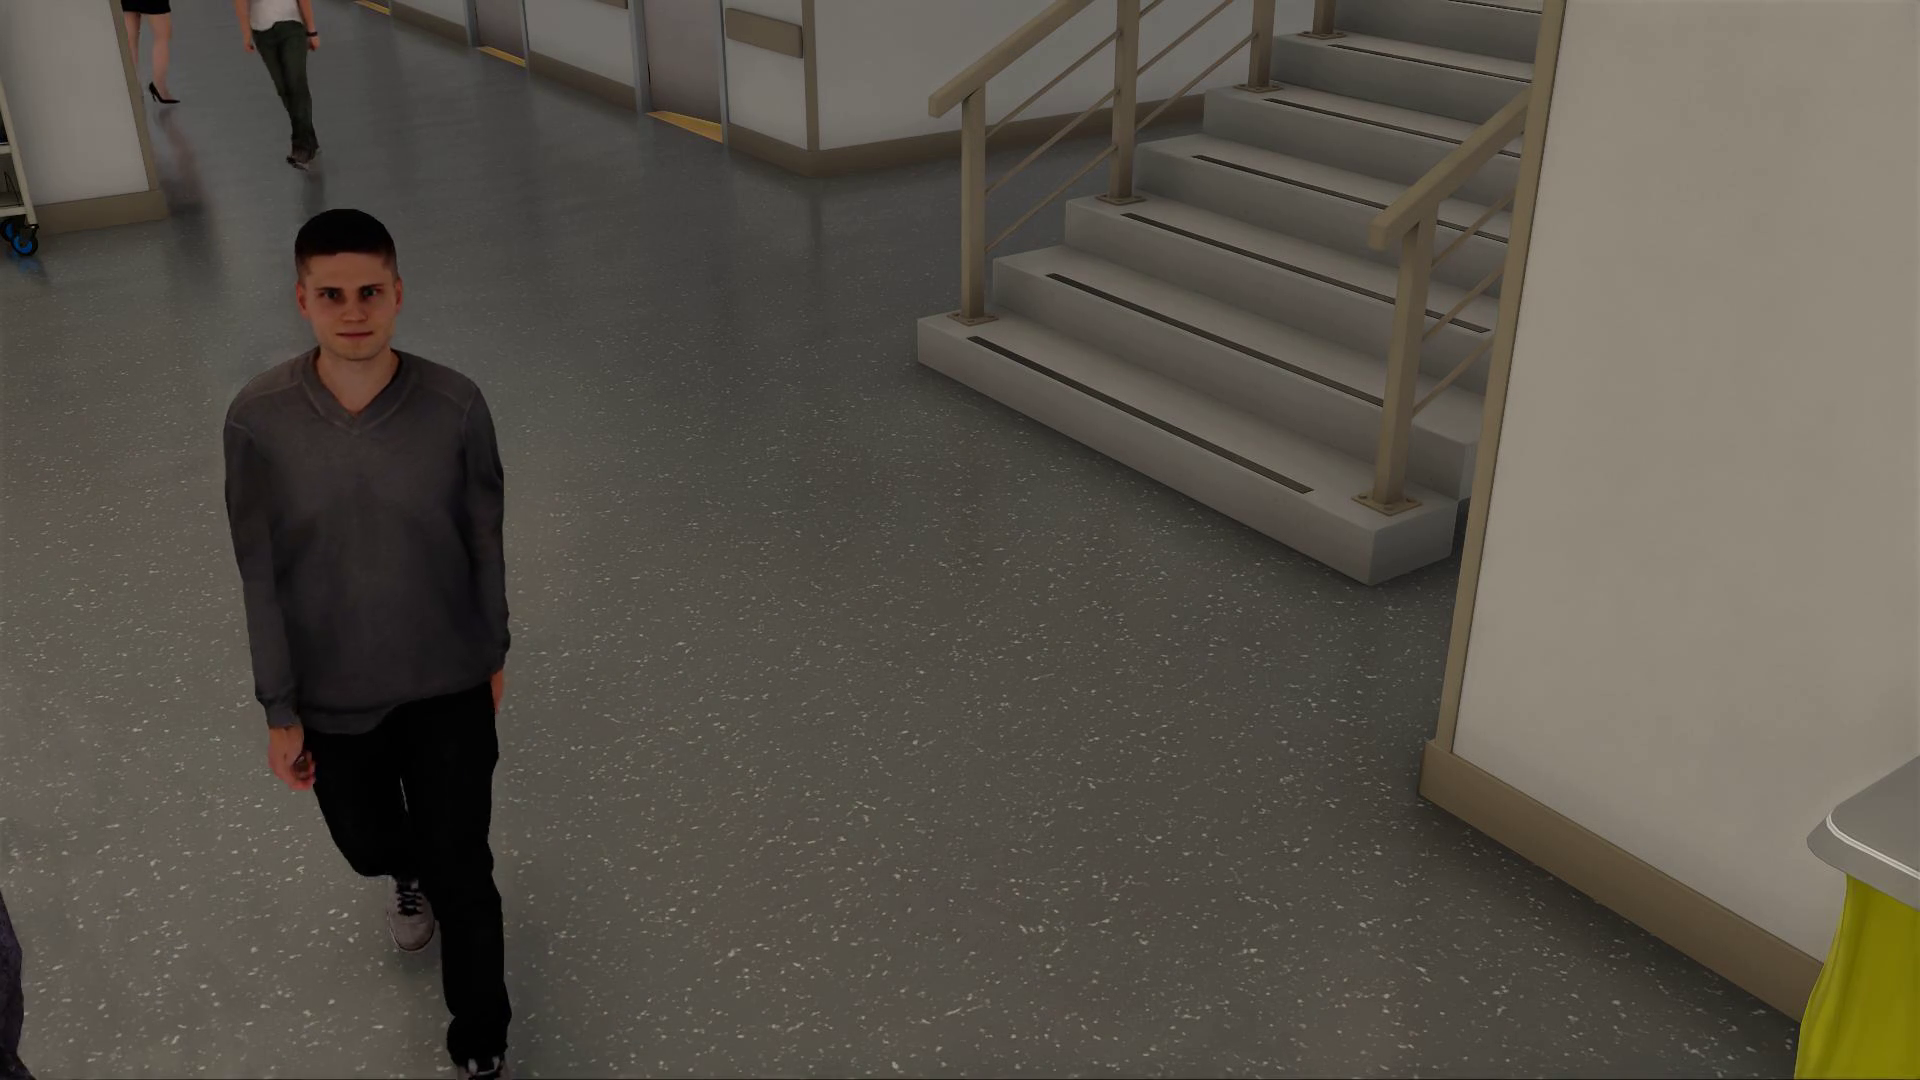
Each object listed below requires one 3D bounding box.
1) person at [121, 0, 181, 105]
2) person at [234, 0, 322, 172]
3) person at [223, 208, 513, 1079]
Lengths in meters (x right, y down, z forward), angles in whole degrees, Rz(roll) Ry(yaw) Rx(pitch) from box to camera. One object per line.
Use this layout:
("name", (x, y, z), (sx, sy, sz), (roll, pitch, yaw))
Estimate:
("person", (-5.967, -3.994, 11.997), (0.727, 1.676, 0.725), (5, 26, 10))
("person", (-4.182, -3.129, 10.269), (1.044, 1.619, 0.968), (-3, 26, -6))
("person", (-1.082, 0.243, 3.144), (1.115, 1.735, 0.936), (-7, 27, -13))
